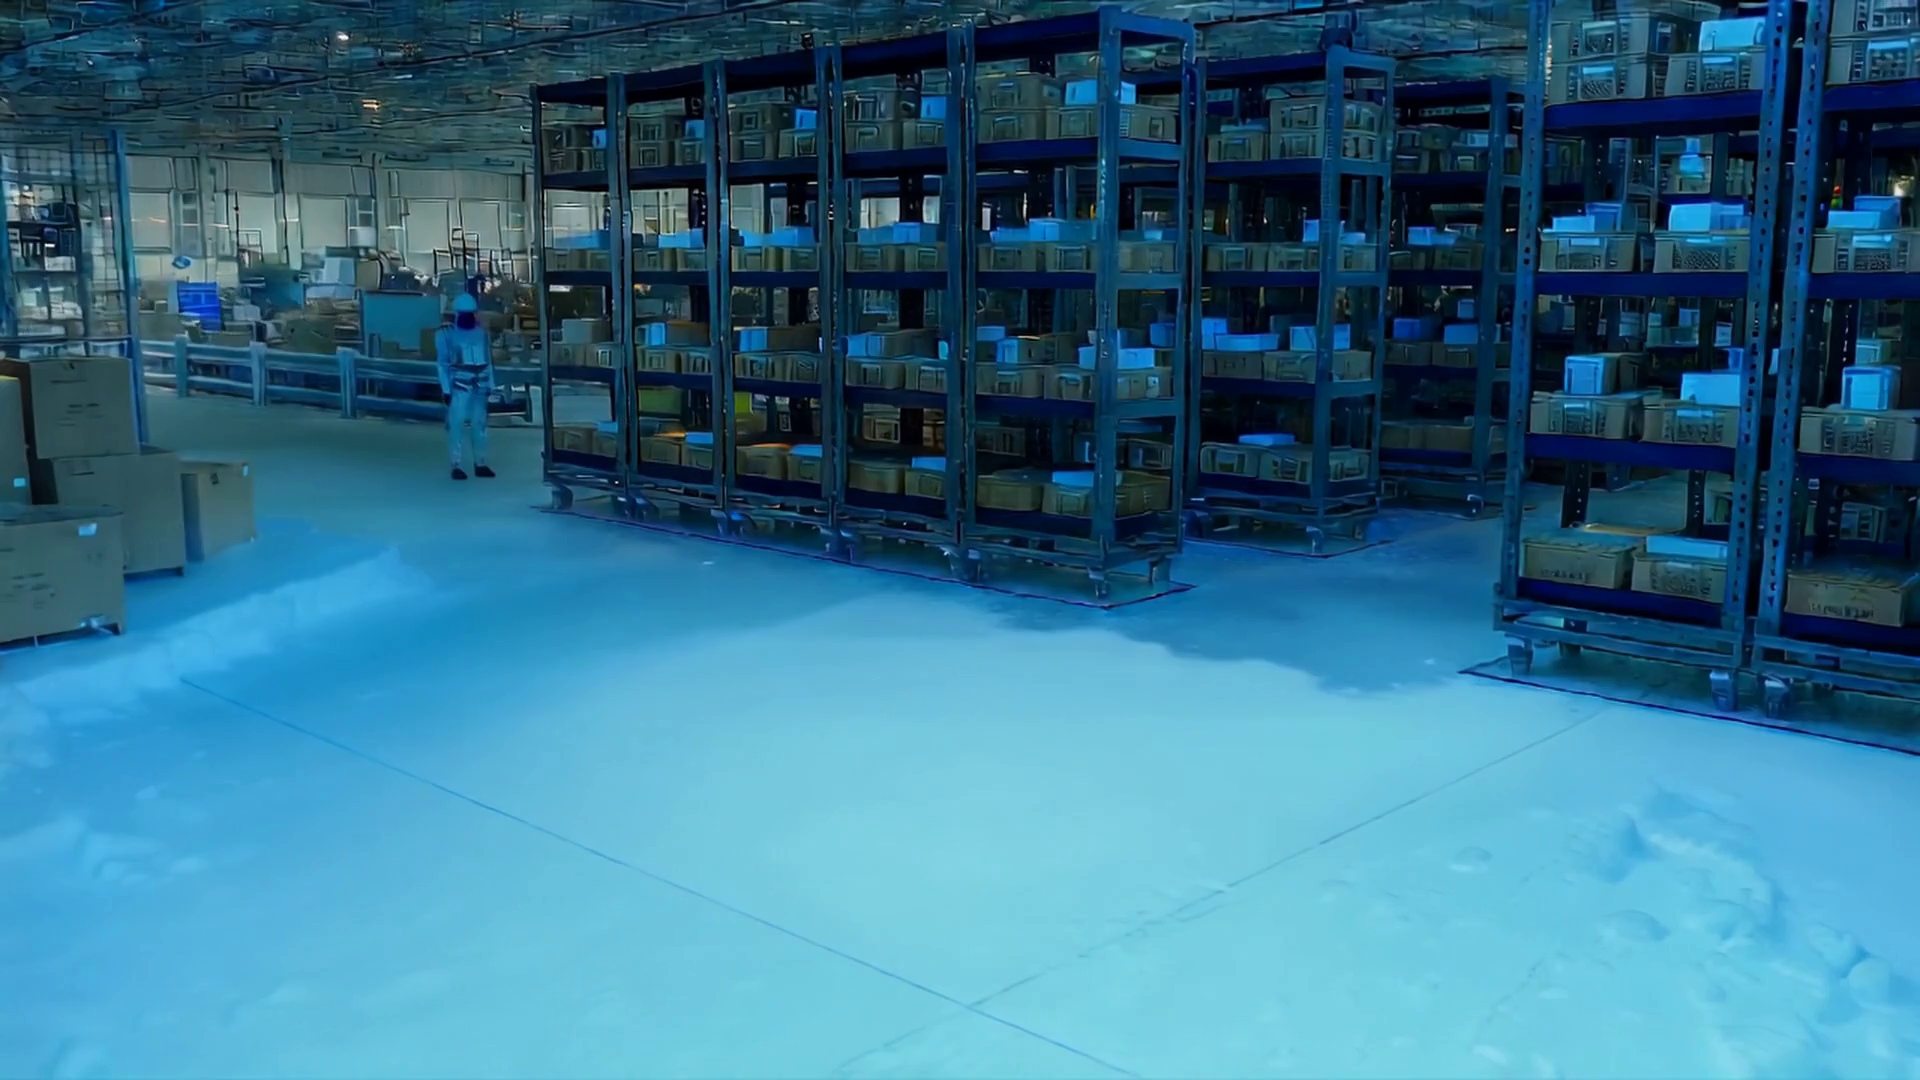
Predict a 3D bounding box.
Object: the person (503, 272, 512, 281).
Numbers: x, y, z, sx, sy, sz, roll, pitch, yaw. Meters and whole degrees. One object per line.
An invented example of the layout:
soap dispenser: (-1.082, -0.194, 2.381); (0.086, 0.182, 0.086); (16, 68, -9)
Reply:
person: (-22.413, -12.286, 82.224); (0.510, 1.906, 0.625); (8, 12, 41)

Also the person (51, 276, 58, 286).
person: (-40.098, -10.891, 73.914); (0.429, 1.839, 0.622); (9, 13, 44)

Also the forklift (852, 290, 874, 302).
forklift: (-4.816, -11.506, 74.489); (1.873, 2.768, 1.129); (9, 13, 43)

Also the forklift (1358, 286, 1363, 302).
forklift: (11.100, -7.017, 46.970); (1.873, 2.768, 1.129); (9, 13, 43)

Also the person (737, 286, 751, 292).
person: (-8.665, -9.707, 66.433); (0.625, 1.904, 1.042); (7, 12, 38)

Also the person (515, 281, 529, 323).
person: (-15.647, -8.415, 59.311); (0.563, 1.634, 0.903); (2, 9, 11)

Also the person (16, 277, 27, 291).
person: (-41.312, -10.853, 73.436); (0.618, 1.920, 0.855); (-1, 9, -4)

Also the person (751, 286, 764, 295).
person: (-8.526, -10.271, 69.485); (0.714, 2.000, 0.535); (-7, 12, -37)

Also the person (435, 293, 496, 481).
person: (-4.842, -1.506, 16.383); (0.403, 1.833, 0.591); (8, 13, 42)

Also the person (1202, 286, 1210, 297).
person: (7.733, -7.202, 51.354); (0.421, 1.816, 0.597); (7, 12, 37)

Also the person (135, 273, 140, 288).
person: (-32.686, -9.630, 65.862); (0.545, 1.942, 0.351); (6, 11, 33)

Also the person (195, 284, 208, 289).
person: (-26.733, -8.434, 58.707); (0.555, 1.903, 0.990); (5, 11, 29)

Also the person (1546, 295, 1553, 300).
person: (16.641, -6.477, 46.691); (0.978, 1.898, 0.545); (8, 12, 42)

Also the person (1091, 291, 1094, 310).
person: (4.507, -7.703, 54.833); (0.383, 1.679, 0.548); (7, 11, 36)
